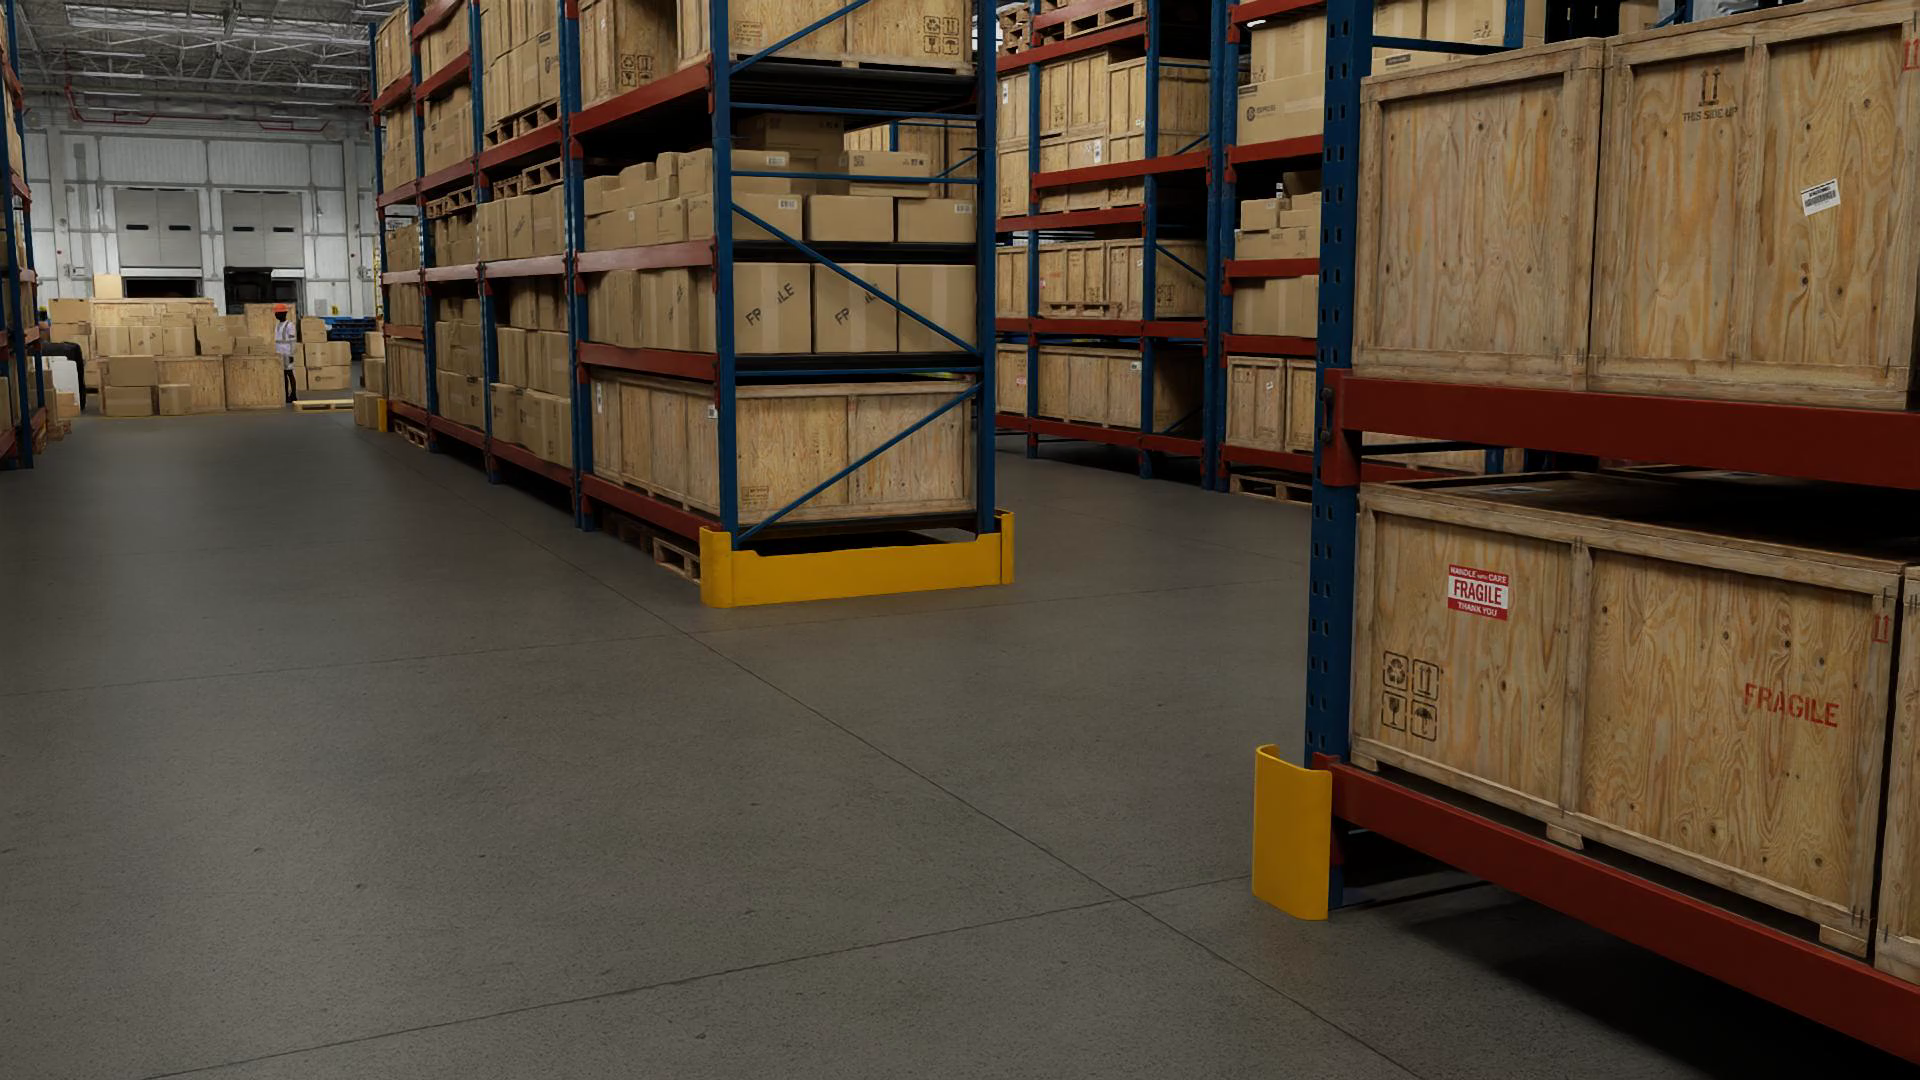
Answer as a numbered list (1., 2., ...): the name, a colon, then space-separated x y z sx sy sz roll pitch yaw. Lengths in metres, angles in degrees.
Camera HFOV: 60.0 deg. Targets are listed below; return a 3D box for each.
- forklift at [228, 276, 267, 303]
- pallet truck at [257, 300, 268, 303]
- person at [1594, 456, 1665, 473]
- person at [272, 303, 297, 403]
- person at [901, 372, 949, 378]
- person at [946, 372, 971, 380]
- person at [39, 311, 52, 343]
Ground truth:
1. forklift: -17.862 -5.470 41.809 1.129 2.768 1.873 -4 9 -26
2. pallet truck: -23.913 -7.404 58.171 1.885 1.965 0.823 -1 8 -9
3. person: 2.828 0.050 7.163 0.424 1.875 0.765 -2 8 -10
4. person: -13.171 -3.633 32.375 0.553 1.935 0.364 6 10 36
5. person: -0.390 -1.057 15.499 0.677 1.679 0.471 5 10 30
6. person: -0.171 -1.829 20.146 0.675 1.872 0.847 -1 8 -9
7. person: -27.187 -5.958 49.289 0.487 1.687 0.540 0 8 -1
